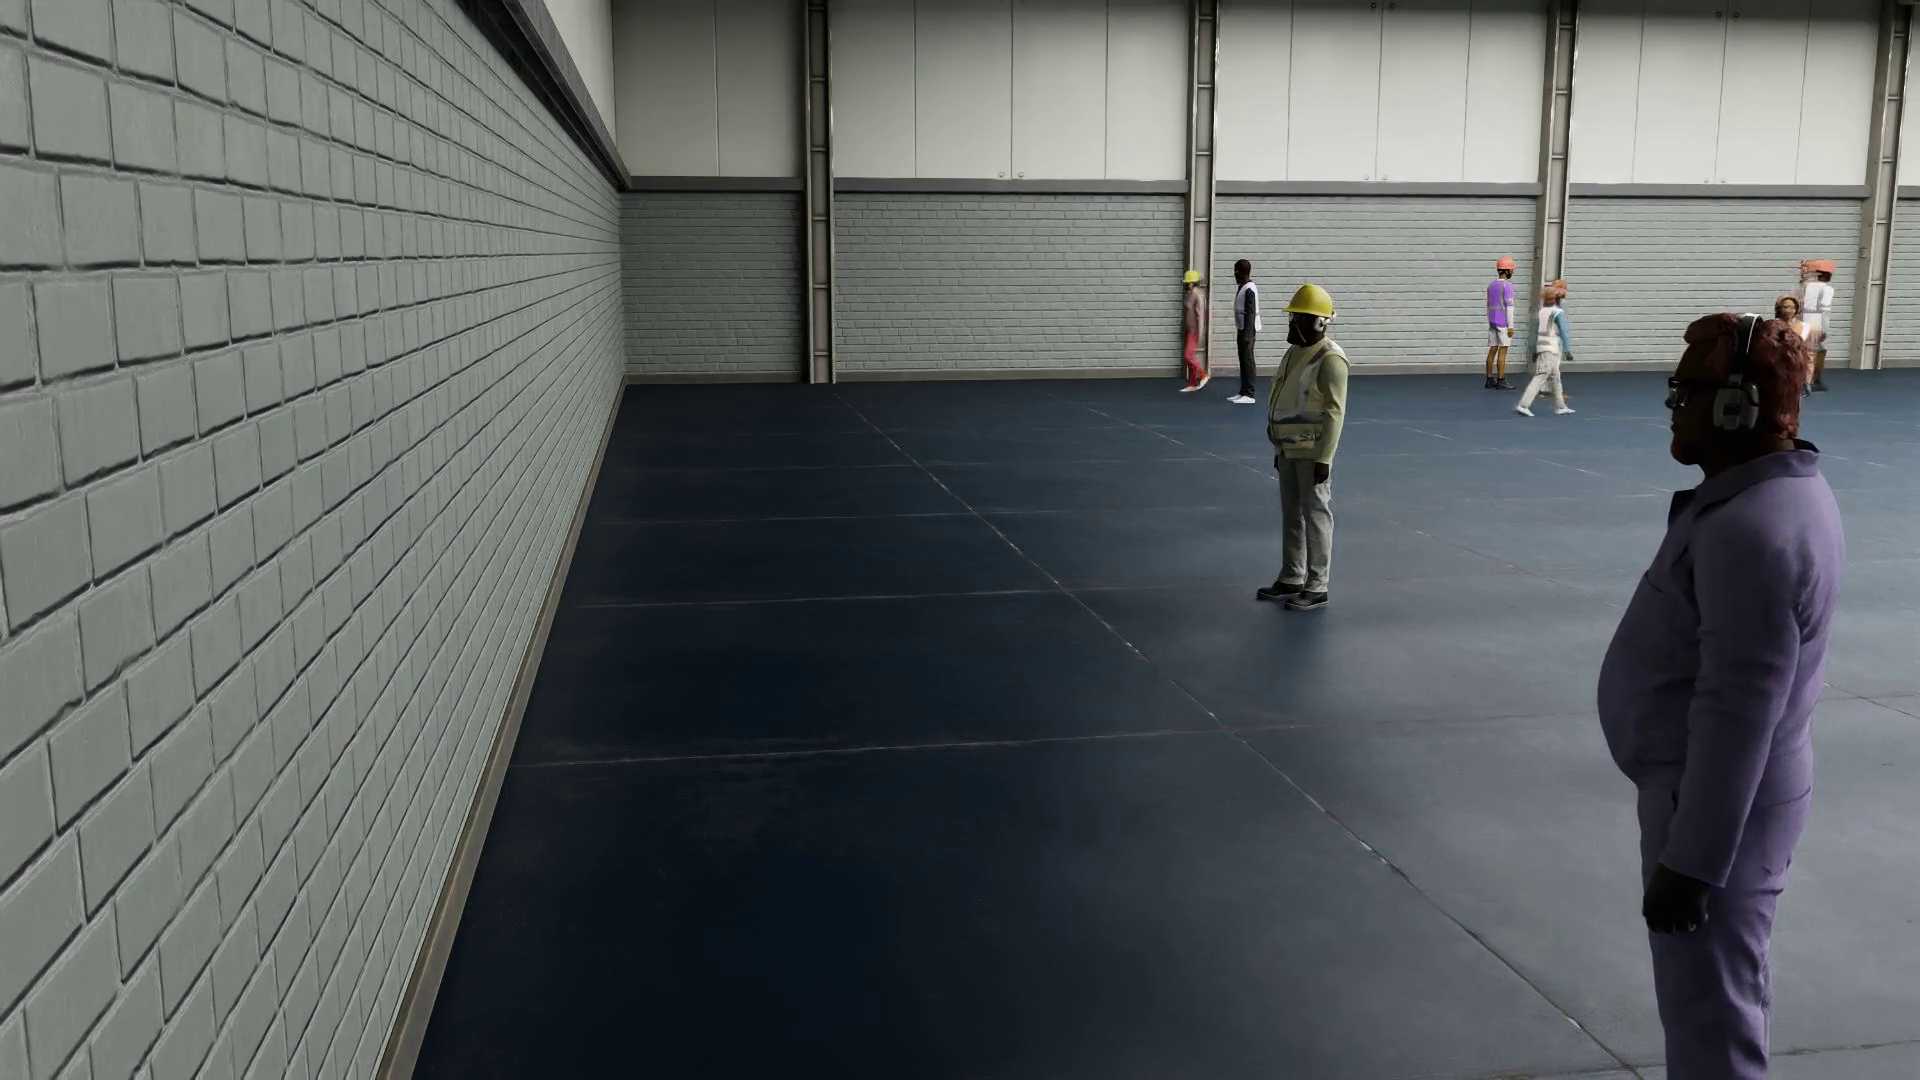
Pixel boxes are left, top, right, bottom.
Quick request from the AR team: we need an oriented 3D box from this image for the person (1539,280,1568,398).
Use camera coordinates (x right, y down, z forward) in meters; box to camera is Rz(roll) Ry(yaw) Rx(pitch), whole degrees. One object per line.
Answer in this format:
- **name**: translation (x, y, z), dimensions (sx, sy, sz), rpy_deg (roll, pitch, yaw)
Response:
- **person**: translation (8.255, -2.790, 23.077), dimensions (0.279, 1.633, 0.499), rpy_deg (-2, 10, -13)

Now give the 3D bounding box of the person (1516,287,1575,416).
- **person**: translation (7.221, -2.310, 20.434), dimensions (0.867, 1.595, 0.514), rpy_deg (-1, 10, -8)

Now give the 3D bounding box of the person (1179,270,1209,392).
- **person**: translation (3.312, -2.988, 23.893), dimensions (0.359, 1.755, 0.526), rpy_deg (-2, 10, -13)

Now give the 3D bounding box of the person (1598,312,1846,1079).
- **person**: translation (1.446, 0.520, 3.238), dimensions (0.410, 1.909, 0.642), rpy_deg (5, 11, 28)

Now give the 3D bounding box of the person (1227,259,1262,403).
- **person**: translation (3.824, -2.784, 22.238), dimensions (0.398, 1.913, 0.590), rpy_deg (0, 10, 0)

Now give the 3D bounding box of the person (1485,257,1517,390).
- **person**: translation (7.954, -3.174, 24.414), dimensions (0.358, 1.938, 0.542), rpy_deg (-3, 10, -18)

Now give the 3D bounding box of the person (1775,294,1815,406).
- **person**: translation (7.504, -1.422, 15.202), dimensions (0.533, 1.636, 0.316), rpy_deg (3, 10, 19)

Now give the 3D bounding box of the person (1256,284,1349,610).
- **person**: translation (1.949, -0.526, 9.459), dimensions (0.404, 1.837, 0.590), rpy_deg (-3, 10, -18)

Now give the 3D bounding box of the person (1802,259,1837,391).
- **person**: translation (12.258, -3.082, 23.947), dimensions (0.659, 1.915, 0.553), rpy_deg (-3, 10, -17)

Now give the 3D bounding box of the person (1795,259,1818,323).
- **person**: translation (13.109, -3.402, 25.830), dimensions (0.401, 1.904, 0.641), rpy_deg (7, 12, 34)
